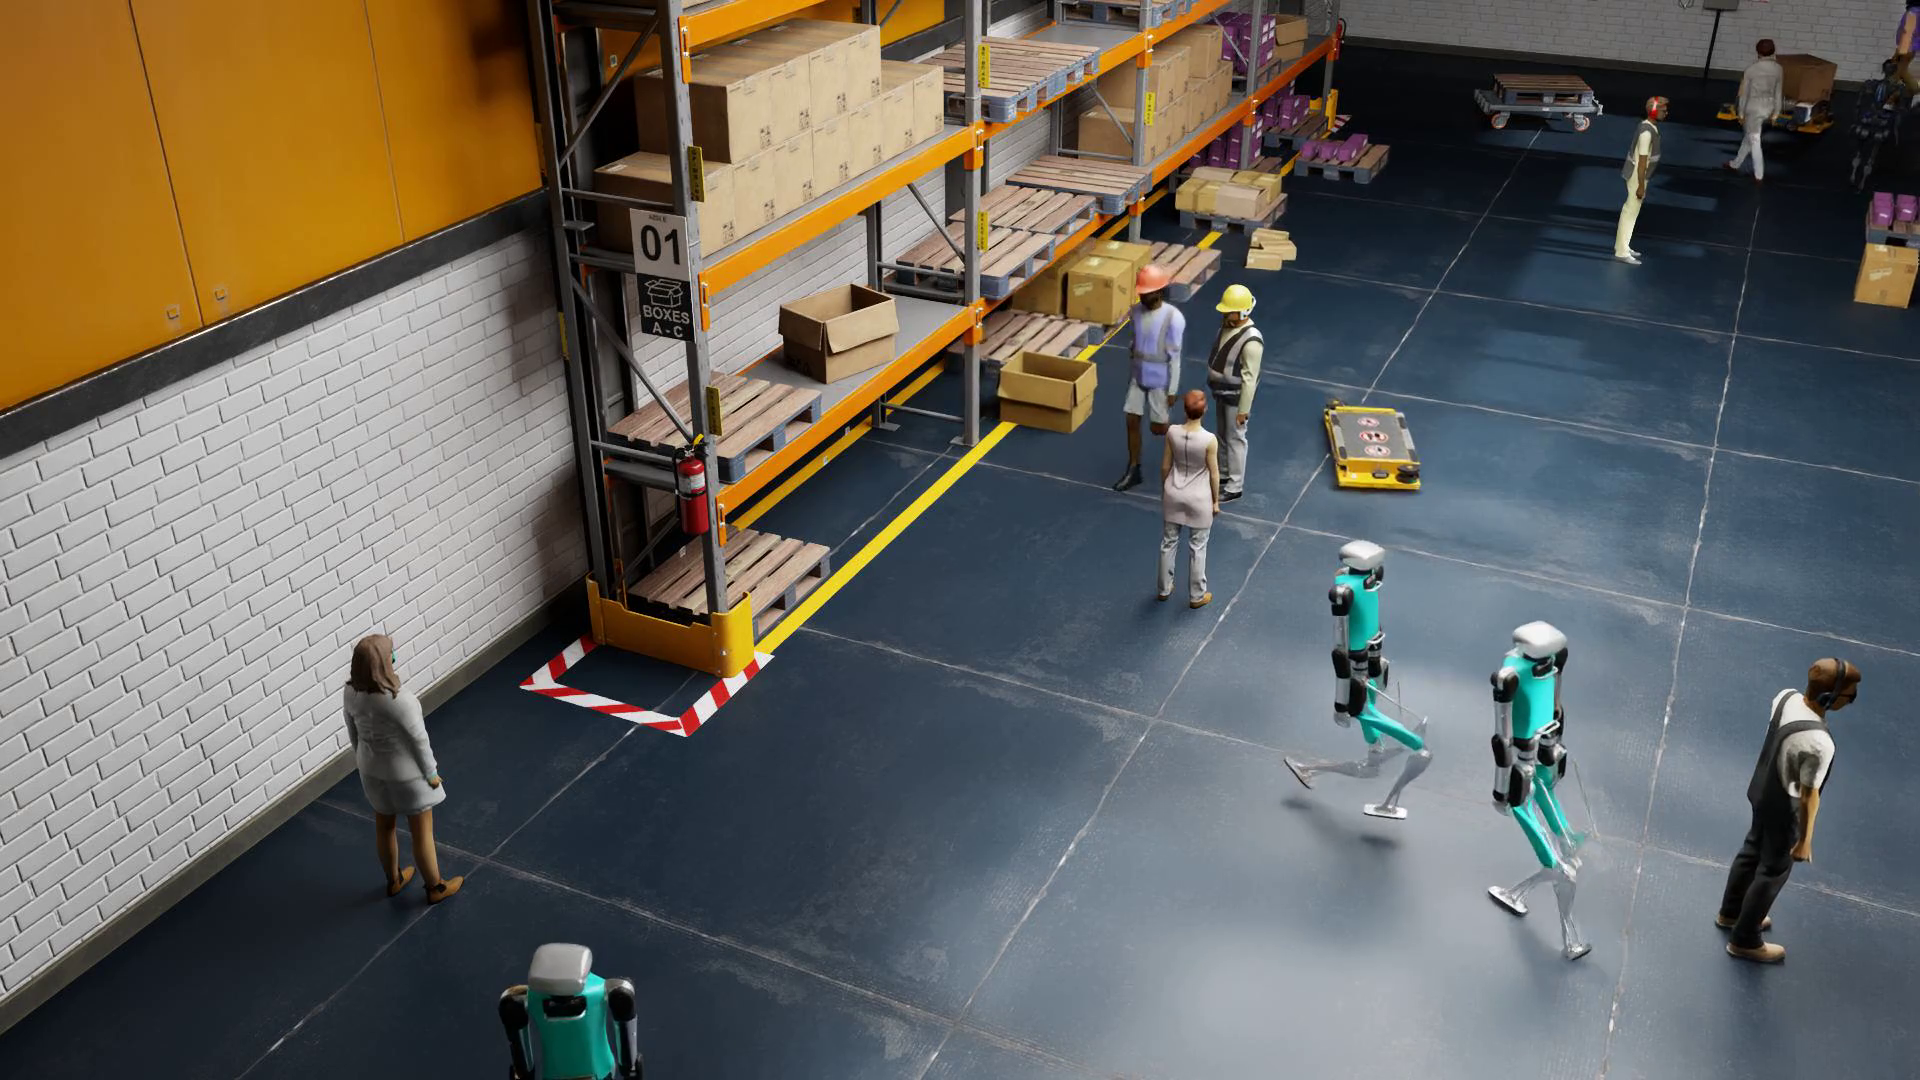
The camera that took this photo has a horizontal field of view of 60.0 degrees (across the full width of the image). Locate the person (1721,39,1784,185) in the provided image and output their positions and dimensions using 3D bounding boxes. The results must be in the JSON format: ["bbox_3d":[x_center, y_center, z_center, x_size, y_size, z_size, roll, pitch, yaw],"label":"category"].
[{"bbox_3d":[10.275,-5.498,21.368,0.499,1.768,0.985,-4,29,-7],"label":"person"}]

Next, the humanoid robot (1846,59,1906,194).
[{"bbox_3d":[11.512,-5.211,20.907,0.611,1.646,0.486,21,34,33],"label":"humanoid robot"}]

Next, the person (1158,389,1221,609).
[{"bbox_3d":[1.627,-0.289,11.794,0.458,1.659,0.270,15,32,25],"label":"person"}]

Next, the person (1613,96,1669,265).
[{"bbox_3d":[7.552,-4.013,18.506,0.388,1.847,0.564,10,30,18],"label":"person"}]

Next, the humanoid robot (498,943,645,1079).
[{"bbox_3d":[-1.508,2.455,6.591,0.530,1.749,0.707,-3,28,-5],"label":"humanoid robot"}]

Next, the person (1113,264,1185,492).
[{"bbox_3d":[1.590,-1.340,13.479,0.721,1.912,0.554,-25,37,-38],"label":"person"}]

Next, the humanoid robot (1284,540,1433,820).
[{"bbox_3d":[2.423,0.872,9.556,1.039,1.714,0.584,19,34,31],"label":"humanoid robot"}]

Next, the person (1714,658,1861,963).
[{"bbox_3d":[4.233,1.383,8.521,0.366,1.833,0.521,1,28,1],"label":"person"}]

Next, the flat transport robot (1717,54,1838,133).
[{"bbox_3d":[11.851,-6.161,24.152,1.431,0.231,0.659,22,35,35],"label":"flat transport robot"}]

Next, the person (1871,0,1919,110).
[{"bbox_3d":[13.976,-7.244,24.446,0.612,1.894,0.583,23,36,36],"label":"person"}]

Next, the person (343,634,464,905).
[{"bbox_3d":[-3.031,1.233,8.974,0.484,1.659,0.339,9,30,17],"label":"person"}]

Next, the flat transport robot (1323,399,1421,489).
[{"bbox_3d":[3.517,-0.824,14.255,0.659,0.231,1.431,3,28,5],"label":"flat transport robot"}]

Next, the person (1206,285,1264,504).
[{"bbox_3d":[2.168,-1.171,13.266,0.403,1.824,0.590,-6,29,-11],"label":"person"}]

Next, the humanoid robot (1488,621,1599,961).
[{"bbox_3d":[3.163,1.376,8.703,0.539,1.832,0.911,-20,34,-33],"label":"humanoid robot"}]
